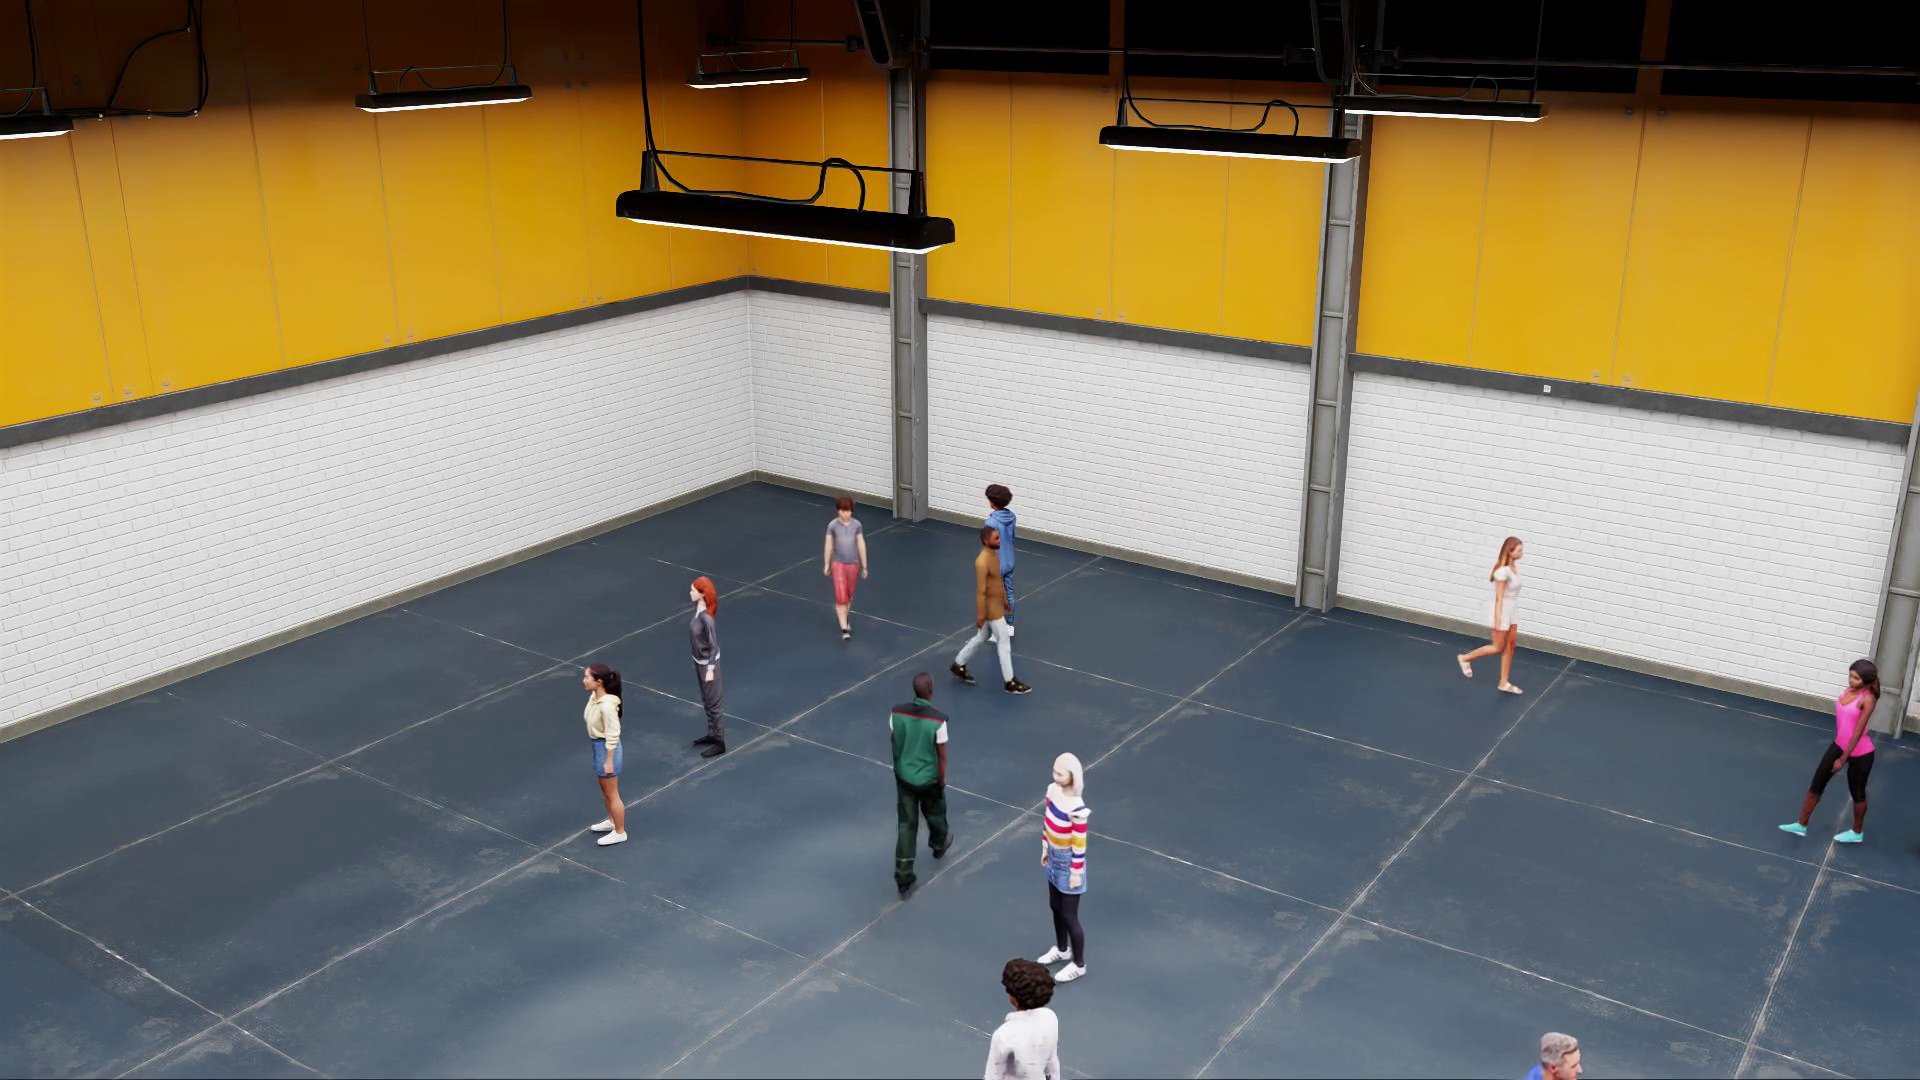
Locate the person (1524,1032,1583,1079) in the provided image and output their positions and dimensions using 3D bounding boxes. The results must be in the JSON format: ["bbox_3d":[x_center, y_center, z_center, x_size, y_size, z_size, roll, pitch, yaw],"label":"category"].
[{"bbox_3d":[2.998,3.464,9.048,1.191,1.777,0.773,14,23,36],"label":"person"}]

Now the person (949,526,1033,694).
[{"bbox_3d":[0.248,0.706,17.222,1.233,1.786,0.961,4,19,11],"label":"person"}]

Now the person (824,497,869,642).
[{"bbox_3d":[-1.304,0.281,18.745,1.030,1.621,1.132,-5,19,-13],"label":"person"}]

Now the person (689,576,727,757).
[{"bbox_3d":[-2.405,1.186,15.809,0.707,1.779,0.603,-7,20,-21],"label":"person"}]

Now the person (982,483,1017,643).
[{"bbox_3d":[0.436,0.245,18.559,0.564,1.807,0.686,14,23,36],"label":"person"}]

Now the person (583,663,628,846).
[{"bbox_3d":[-3.022,1.806,14.198,0.787,1.631,0.672,-8,20,-22],"label":"person"}]

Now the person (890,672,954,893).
[{"bbox_3d":[-0.369,1.978,13.440,1.197,1.790,0.958,7,20,20],"label":"person"}]

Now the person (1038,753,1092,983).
[{"bbox_3d":[0.791,2.380,12.223,0.773,1.804,0.624,-9,21,-25],"label":"person"}]

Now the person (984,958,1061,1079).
[{"bbox_3d":[0.406,3.282,9.575,0.785,1.785,1.145,-17,25,-41],"label":"person"}]

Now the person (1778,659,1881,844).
[{"bbox_3d":[7.638,1.813,14.077,0.980,1.696,0.903,-2,19,-7],"label":"person"}]

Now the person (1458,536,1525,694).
[{"bbox_3d":[5.562,0.754,17.250,0.927,1.679,0.594,14,23,35],"label":"person"}]
